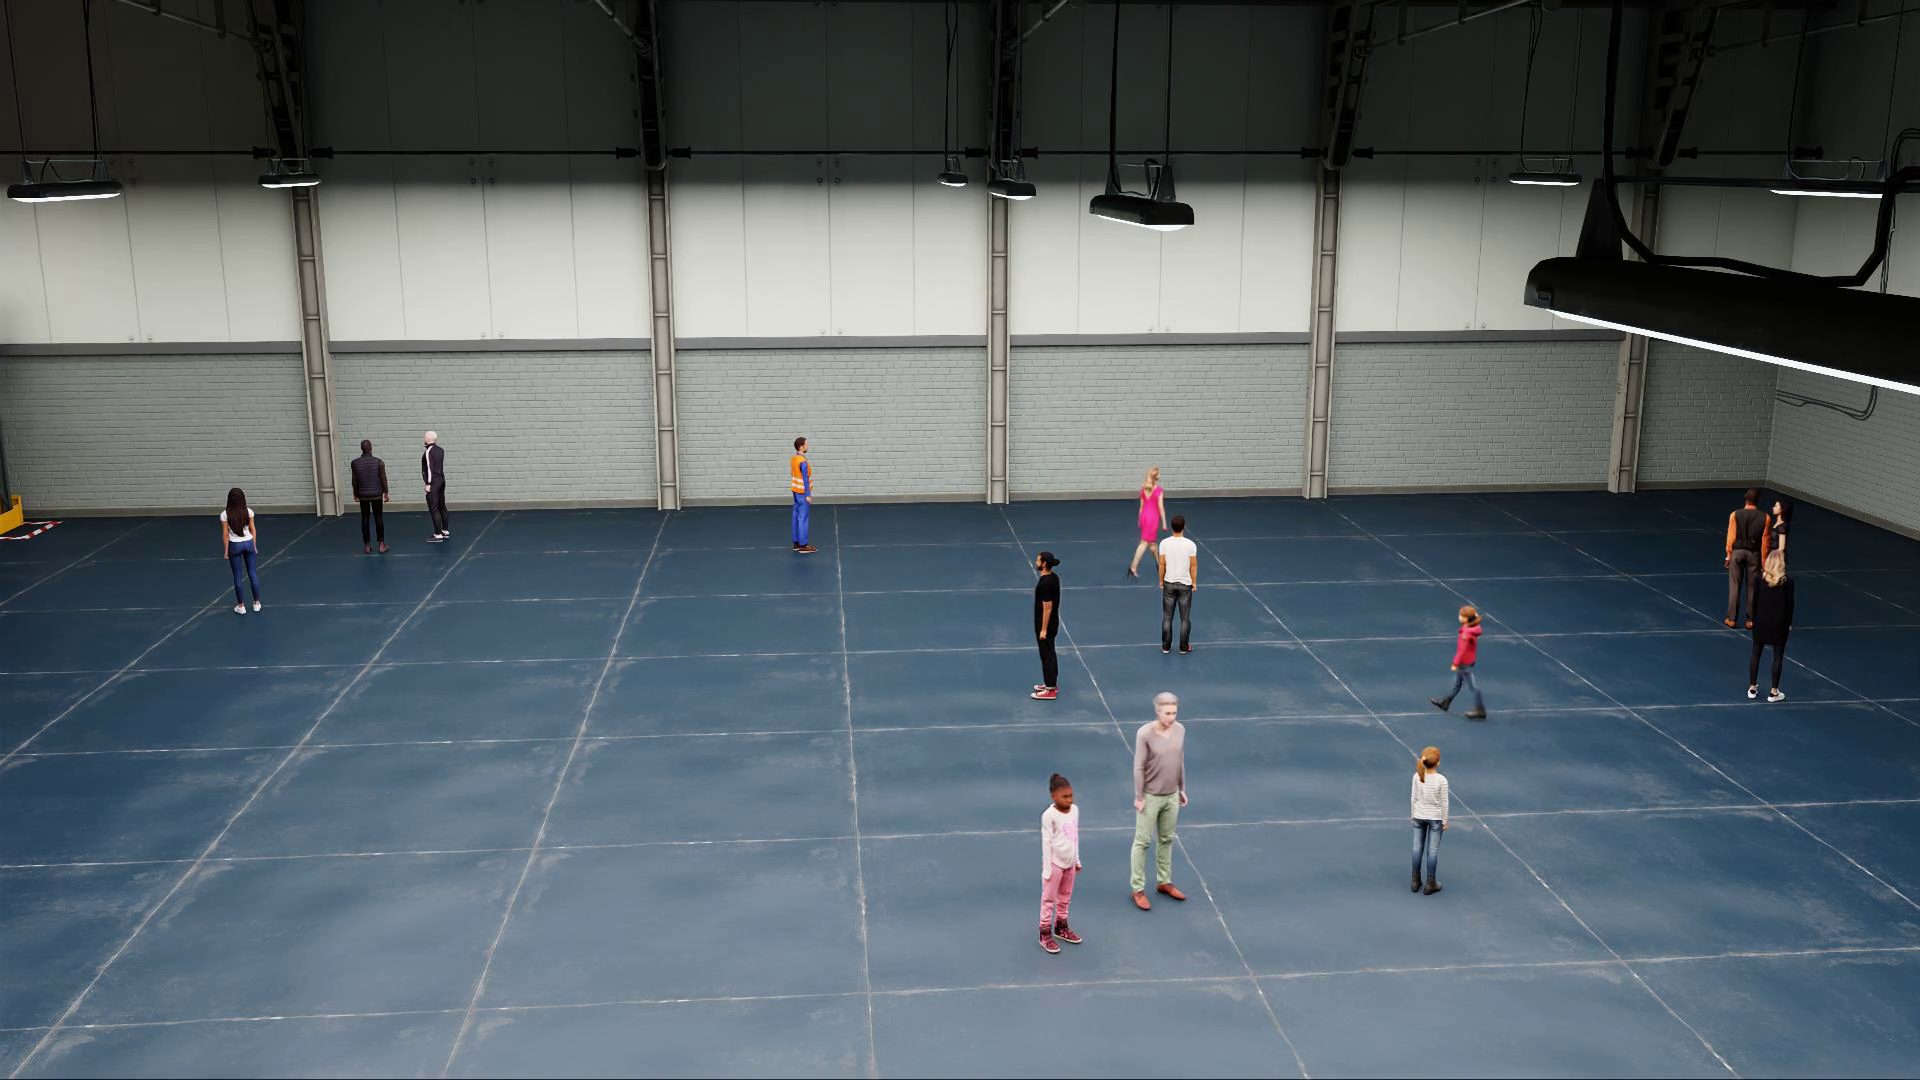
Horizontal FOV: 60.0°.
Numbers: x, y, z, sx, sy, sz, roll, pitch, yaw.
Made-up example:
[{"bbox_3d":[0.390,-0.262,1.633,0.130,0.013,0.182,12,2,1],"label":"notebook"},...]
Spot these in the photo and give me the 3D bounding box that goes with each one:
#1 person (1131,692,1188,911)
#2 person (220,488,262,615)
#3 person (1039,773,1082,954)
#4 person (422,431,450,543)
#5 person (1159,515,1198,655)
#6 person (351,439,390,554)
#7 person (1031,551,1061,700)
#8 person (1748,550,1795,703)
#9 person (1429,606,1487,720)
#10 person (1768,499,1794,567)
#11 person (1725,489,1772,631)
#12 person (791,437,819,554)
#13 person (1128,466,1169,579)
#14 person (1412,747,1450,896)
[{"bbox_3d":[1.690,2.181,14.197,0.692,1.867,0.828,-7,15,-28],"label":"person"},{"bbox_3d":[-10.033,0.138,23.223,0.612,1.775,0.727,-9,16,-34],"label":"person"},{"bbox_3d":[0.802,2.577,13.421,0.598,1.445,0.686,-11,17,-40],"label":"person"},{"bbox_3d":[-8.698,-0.904,27.586,0.648,1.837,0.724,2,13,7],"label":"person"},{"bbox_3d":[2.786,0.561,21.331,0.598,1.805,0.761,4,14,15],"label":"person"},{"bbox_3d":[-9.495,-0.712,26.762,0.493,1.835,0.762,-2,13,-7],"label":"person"},{"bbox_3d":[1.024,0.991,19.578,0.626,1.757,0.683,2,13,10],"label":"person"},{"bbox_3d":[9.492,0.992,19.478,0.677,1.801,0.733,11,17,40],"label":"person"},{"bbox_3d":[5.804,1.409,18.820,0.957,1.284,0.804,6,14,26],"label":"person"},{"bbox_3d":[11.015,0.316,22.419,0.616,1.791,0.654,4,14,17],"label":"person"},{"bbox_3d":[10.620,0.245,22.464,0.727,1.908,0.846,6,14,23],"label":"person"},{"bbox_3d":[-2.555,-0.741,26.828,0.751,1.861,0.775,-7,15,-27],"label":"person"},{"bbox_3d":[2.791,-0.235,25.056,1.123,1.674,0.906,-8,15,-32],"label":"person"},{"bbox_3d":[4.048,2.417,14.397,0.563,1.316,0.628,8,15,32],"label":"person"}]
